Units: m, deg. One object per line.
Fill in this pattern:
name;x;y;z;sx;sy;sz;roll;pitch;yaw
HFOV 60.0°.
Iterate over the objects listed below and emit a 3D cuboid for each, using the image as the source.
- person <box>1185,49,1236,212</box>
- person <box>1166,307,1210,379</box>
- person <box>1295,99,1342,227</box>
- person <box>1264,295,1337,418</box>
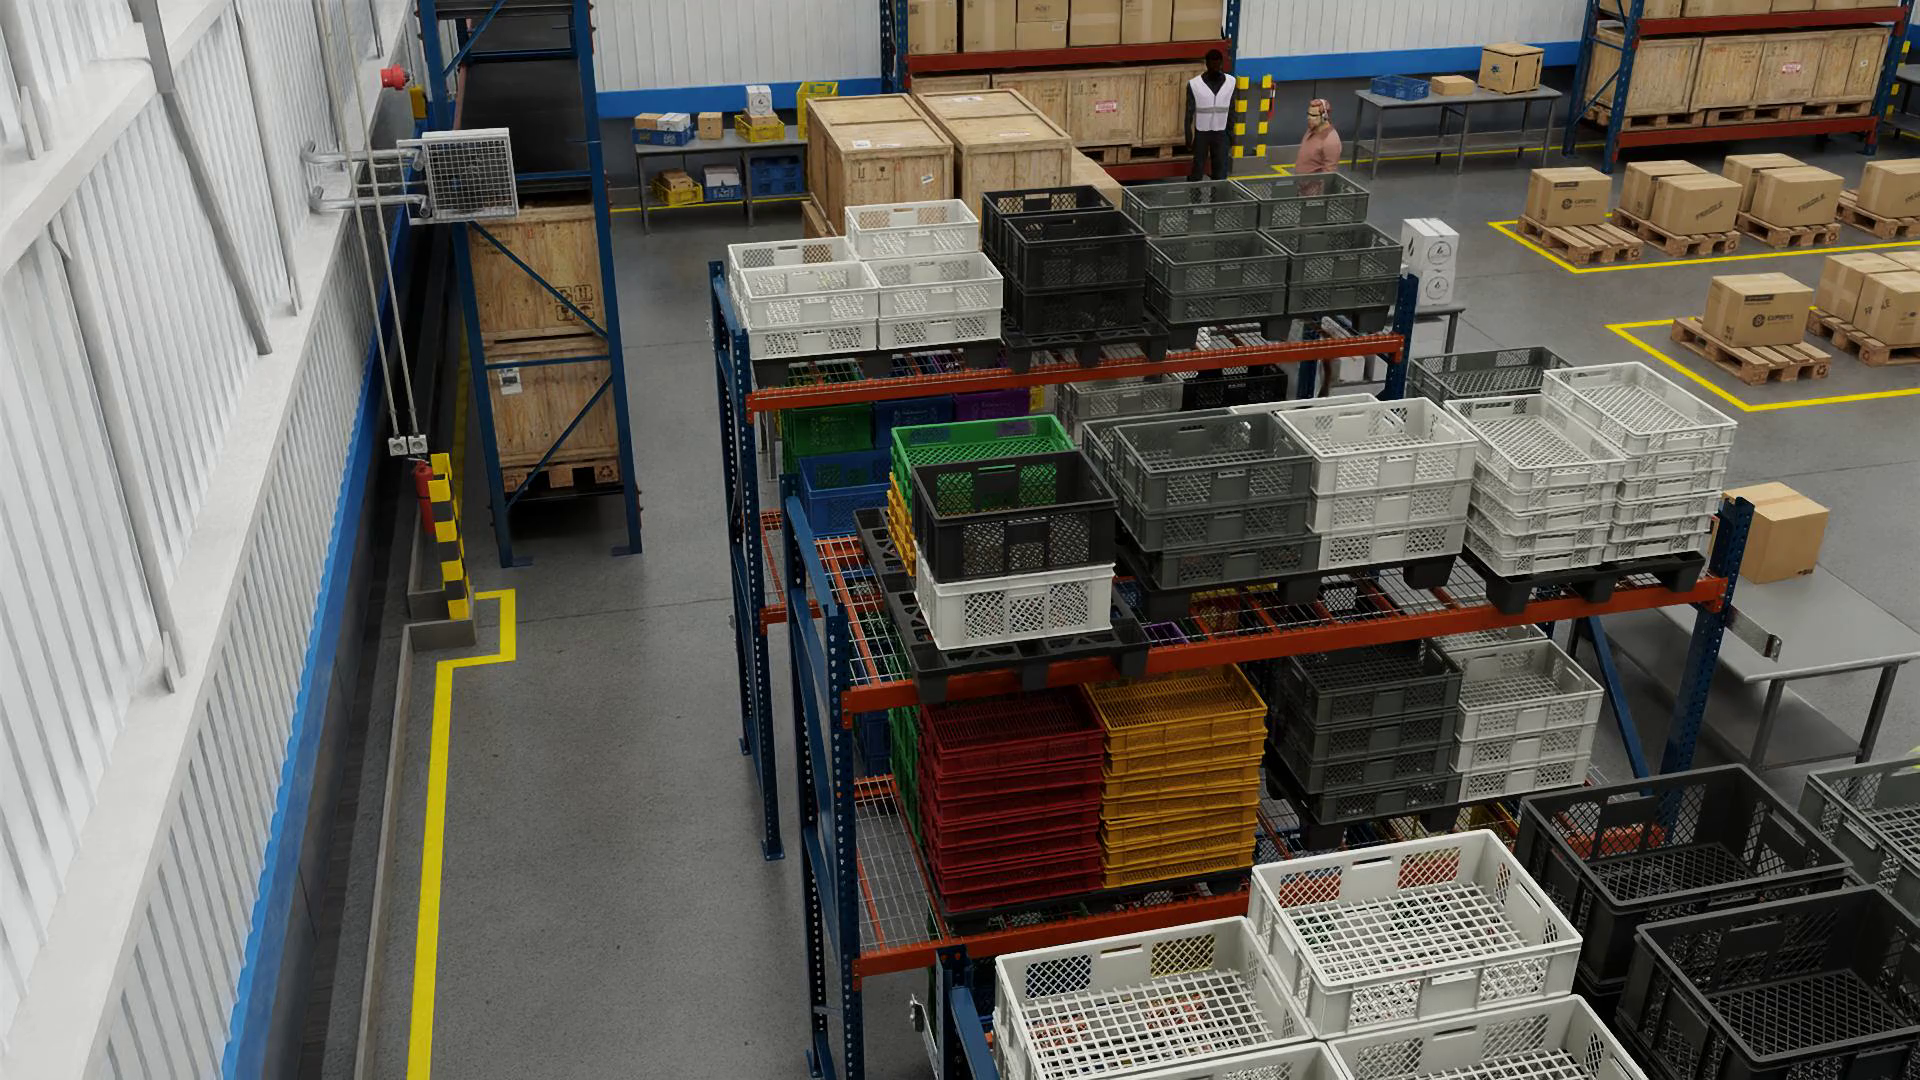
person;2.876;-4.710;19.216;0.598;1.906;0.414;-6;28;-11
person;1.772;-1.409;12.971;0.356;1.887;0.574;-9;29;-17
person;3.617;-3.567;17.059;0.401;1.900;0.649;-4;28;-8
person;2.547;-1.132;12.516;0.485;1.837;0.807;10;29;19
